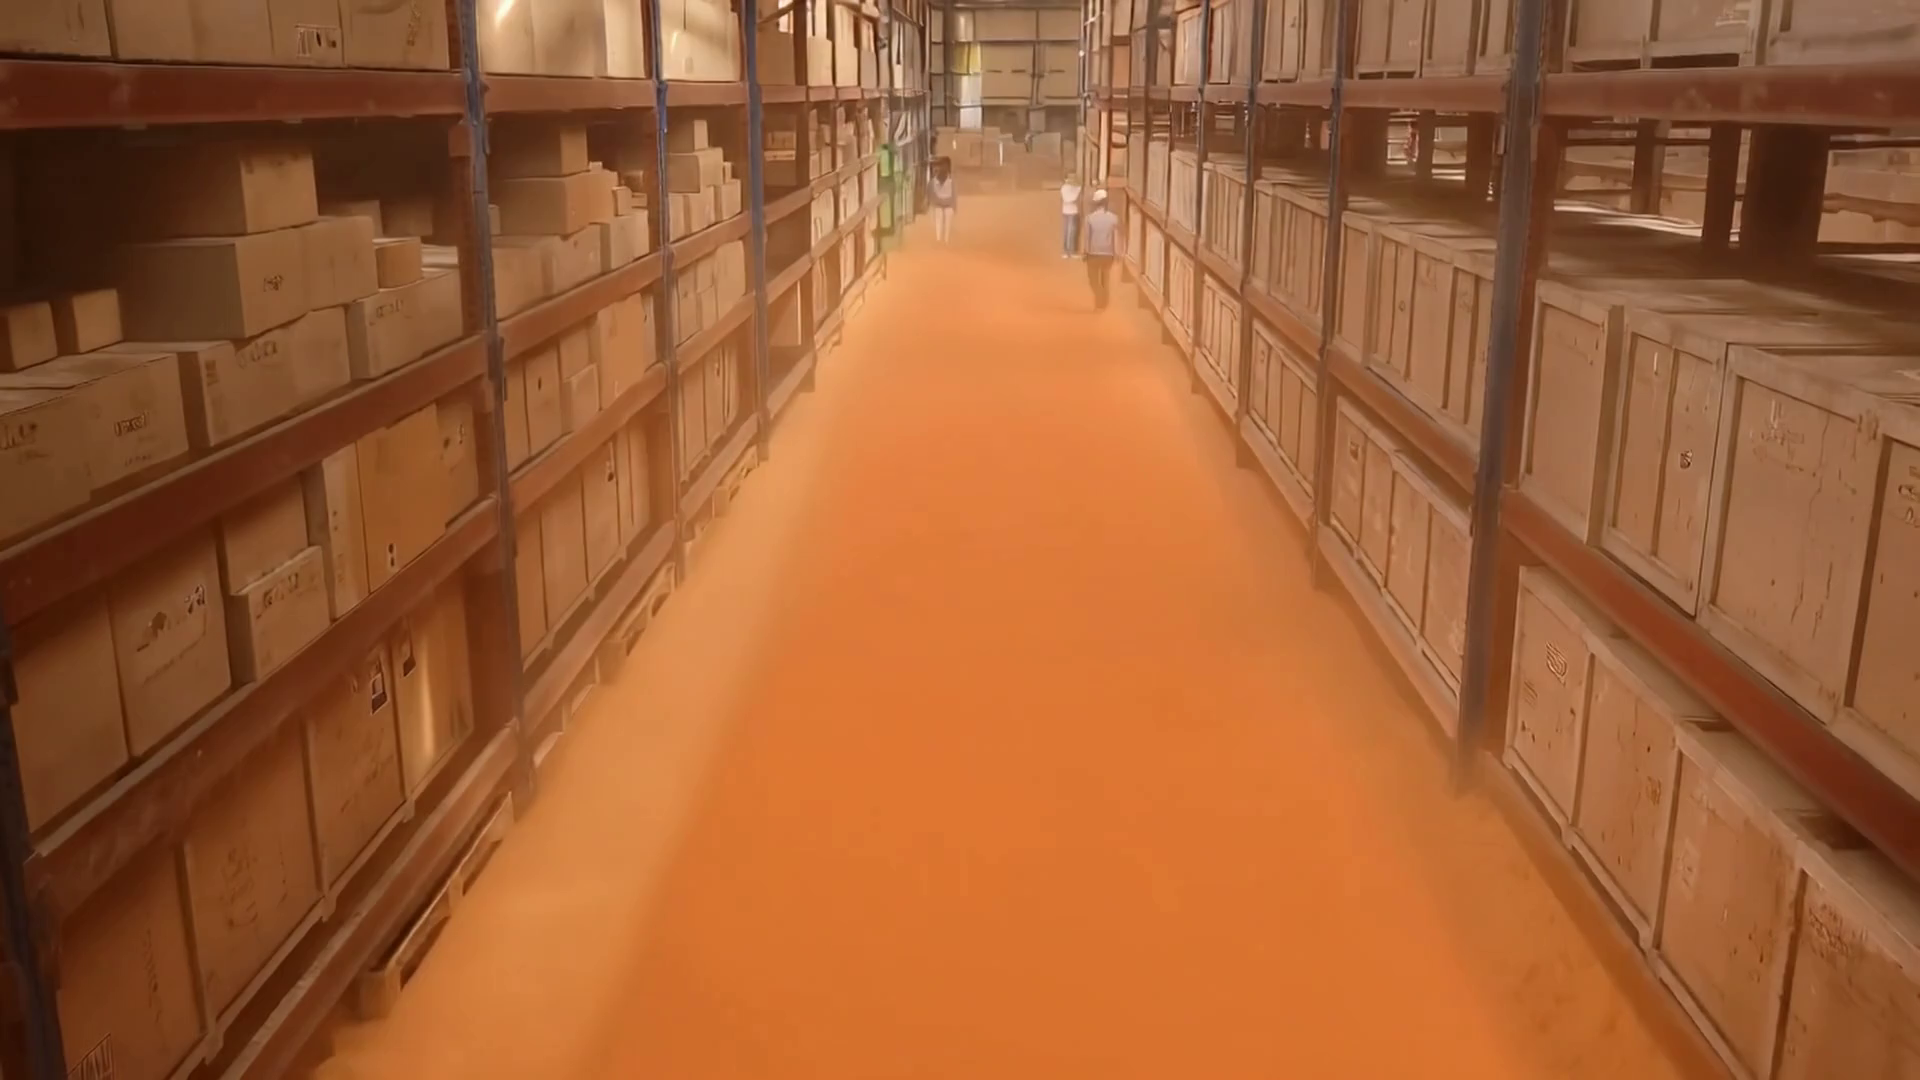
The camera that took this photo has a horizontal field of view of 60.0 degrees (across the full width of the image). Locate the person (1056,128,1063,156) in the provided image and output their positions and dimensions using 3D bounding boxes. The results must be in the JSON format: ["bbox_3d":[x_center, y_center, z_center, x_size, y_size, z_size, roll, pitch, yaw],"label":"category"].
[{"bbox_3d":[4.487,-18.225,77.462,0.634,1.914,0.845,-9,17,-29],"label":"person"}]

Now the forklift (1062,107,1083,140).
[{"bbox_3d":[5.229,-18.742,77.524,1.129,2.768,1.873,-7,17,-26],"label":"forklift"}]

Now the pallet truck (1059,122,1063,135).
[{"bbox_3d":[5.788,-21.111,88.014,1.885,1.965,0.823,5,16,18],"label":"pallet truck"}]

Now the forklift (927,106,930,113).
[{"bbox_3d":[-2.001,-20.667,84.687,1.129,2.768,1.873,0,15,2],"label":"forklift"}]

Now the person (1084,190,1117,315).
[{"bbox_3d":[2.282,-4.599,26.653,0.482,1.962,0.730,-12,19,-37],"label":"person"}]

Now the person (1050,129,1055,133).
[{"bbox_3d":[4.145,-17.871,76.211,0.955,1.872,0.583,4,15,13],"label":"person"}]

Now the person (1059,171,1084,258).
[{"bbox_3d":[2.392,-6.975,35.704,0.566,1.846,0.389,7,17,25],"label":"person"}]

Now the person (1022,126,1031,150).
[{"bbox_3d":[3.277,-19.802,83.384,0.637,1.863,0.623,-9,18,-31],"label":"person"}]

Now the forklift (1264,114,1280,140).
[{"bbox_3d":[11.031,-14.038,60.023,1.129,2.768,1.873,0,15,2],"label":"forklift"}]

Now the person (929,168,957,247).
[{"bbox_3d":[-0.397,-7.714,38.562,0.634,1.796,0.957,0,15,2],"label":"person"}]
